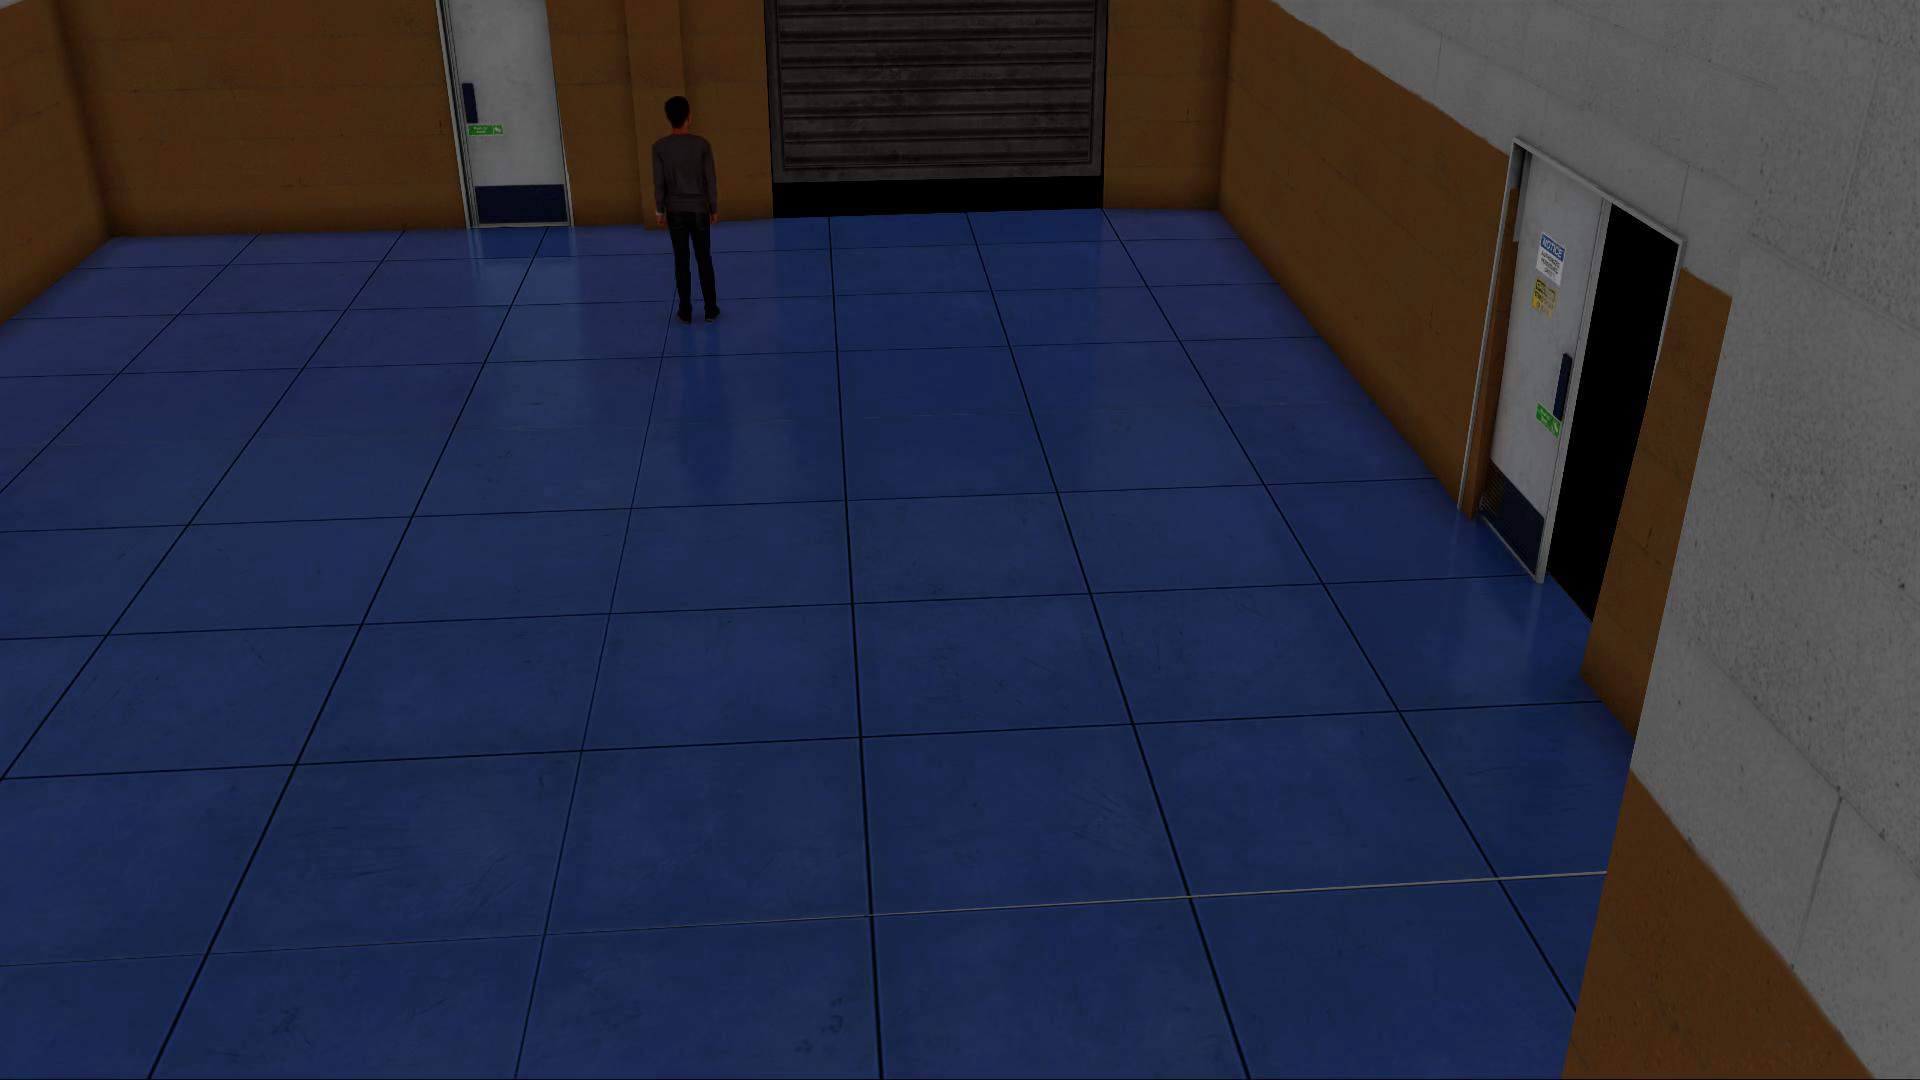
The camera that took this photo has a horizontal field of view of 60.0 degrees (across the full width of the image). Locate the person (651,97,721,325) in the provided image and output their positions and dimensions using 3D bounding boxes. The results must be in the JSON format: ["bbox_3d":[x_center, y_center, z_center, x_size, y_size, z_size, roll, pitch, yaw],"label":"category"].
[{"bbox_3d":[-2.144,-2.573,13.047,0.480,1.765,0.708,11,29,20],"label":"person"}]
